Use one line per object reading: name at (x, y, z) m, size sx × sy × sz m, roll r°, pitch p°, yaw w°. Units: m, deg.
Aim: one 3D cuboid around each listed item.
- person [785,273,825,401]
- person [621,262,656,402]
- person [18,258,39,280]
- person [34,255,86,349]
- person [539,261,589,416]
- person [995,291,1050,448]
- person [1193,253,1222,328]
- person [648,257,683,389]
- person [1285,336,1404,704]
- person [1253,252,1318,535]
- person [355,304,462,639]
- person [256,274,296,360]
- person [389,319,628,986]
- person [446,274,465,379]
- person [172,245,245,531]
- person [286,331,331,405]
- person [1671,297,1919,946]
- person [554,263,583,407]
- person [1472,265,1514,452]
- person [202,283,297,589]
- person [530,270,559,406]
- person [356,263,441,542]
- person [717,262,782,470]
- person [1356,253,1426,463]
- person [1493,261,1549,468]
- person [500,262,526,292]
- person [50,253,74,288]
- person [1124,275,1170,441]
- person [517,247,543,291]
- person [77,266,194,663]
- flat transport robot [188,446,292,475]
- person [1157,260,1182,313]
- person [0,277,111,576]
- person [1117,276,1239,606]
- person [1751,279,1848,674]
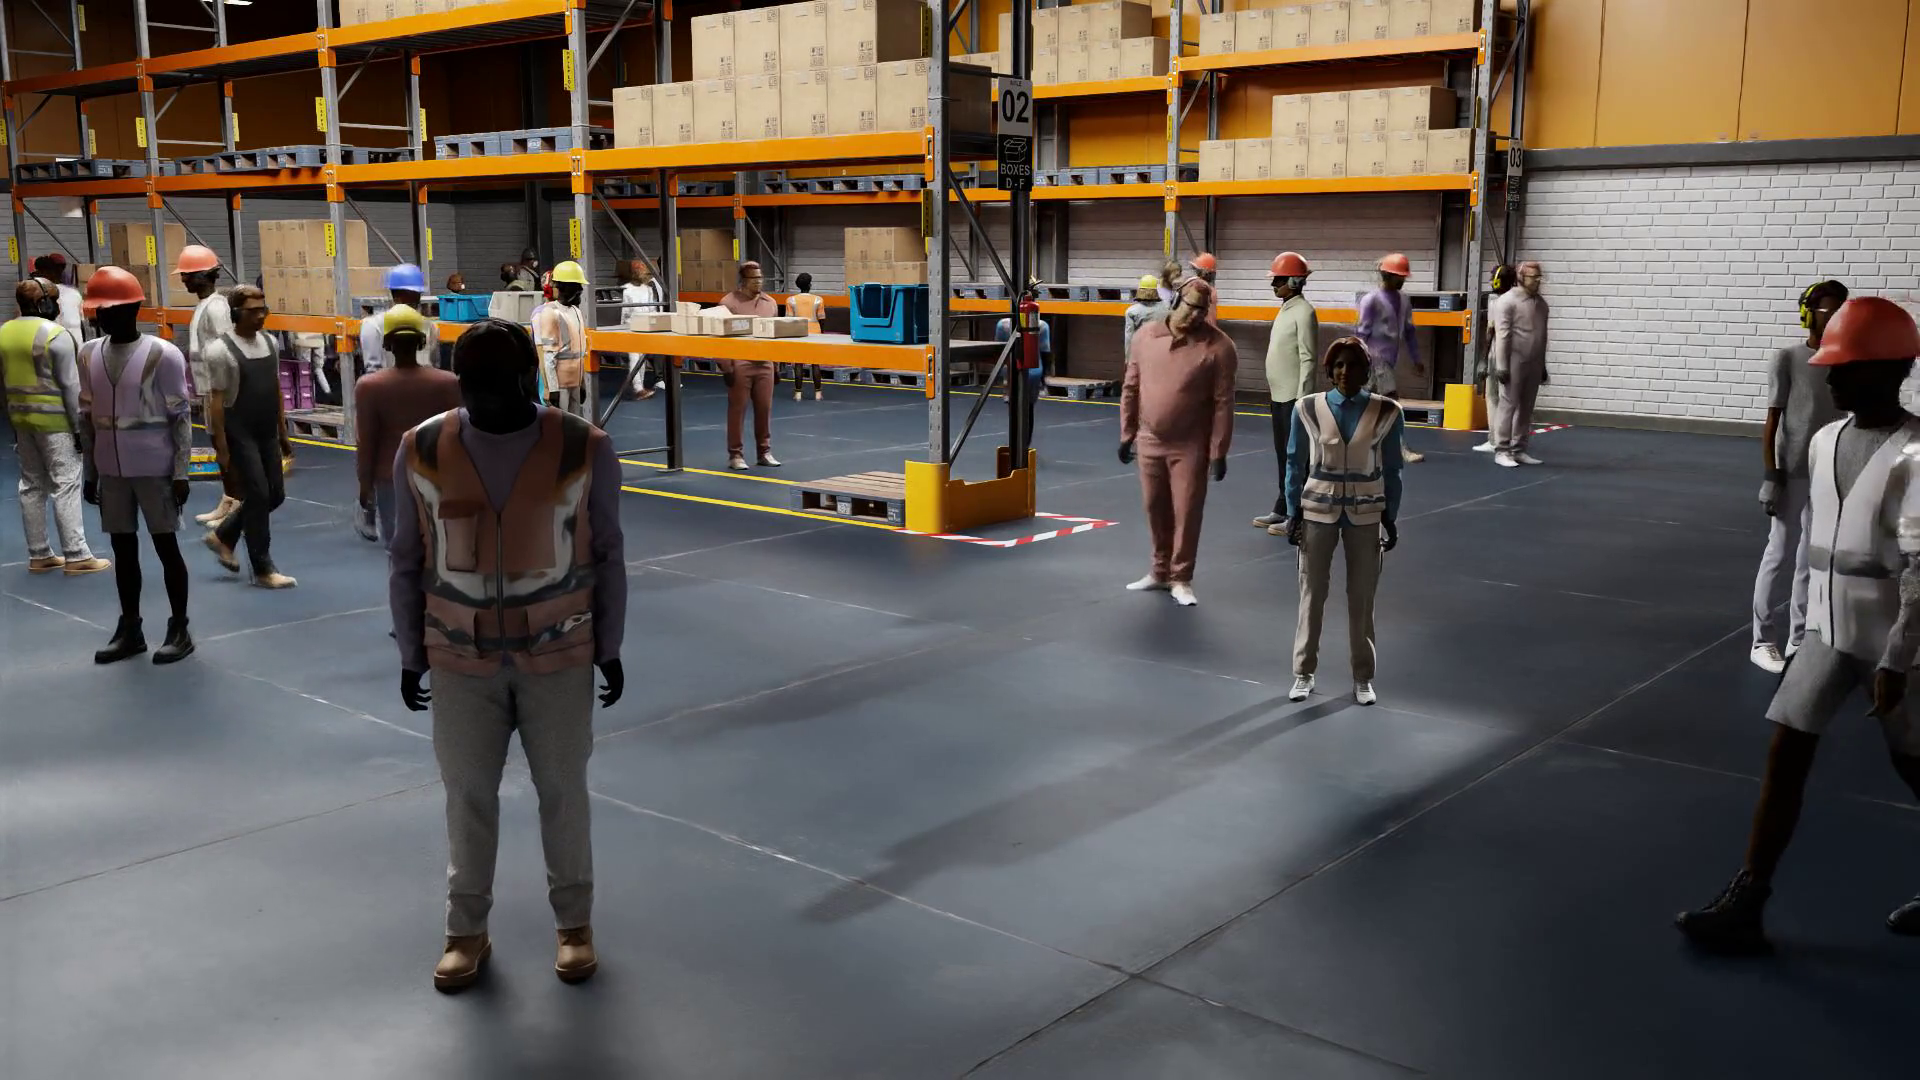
person at (-2.048, -2.684, 22.034) m, size 0.535 × 1.699 × 0.321 m, roll -1°, pitch 10°, yaw -7°
person at (-4.242, -2.774, 22.184) m, size 0.786 × 1.827 × 0.624 m, roll 8°, pitch 13°, yaw 39°
person at (-12.827, -2.956, 23.071) m, size 0.624 × 1.875 × 0.890 m, roll 8°, pitch 13°, yaw 40°
person at (-9.680, -2.089, 17.953) m, size 0.492 × 1.942 × 0.630 m, roll 2°, pitch 10°, yaw 9°
person at (-3.175, -1.288, 13.476) m, size 0.400 × 1.919 × 0.585 m, roll 2°, pitch 10°, yaw 12°
person at (0.605, -1.596, 15.949) m, size 0.531 × 1.662 × 0.827 m, roll -2°, pitch 10°, yaw -9°
person at (2.668, -2.236, 18.814) m, size 0.591 × 1.964 × 0.685 m, roll -4°, pitch 11°, yaw -24°
person at (-4.279, -3.153, 24.080) m, size 0.375 × 1.917 × 0.599 m, roll 5°, pitch 11°, yaw 25°
person at (1.703, -0.087, 7.415) m, size 0.515 × 1.641 × 0.309 m, roll 2°, pitch 10°, yaw 11°
person at (2.327, -1.034, 11.796) m, size 0.388 × 1.992 × 0.625 m, roll -1°, pitch 10°, yaw -6°
person at (-2.749, -0.308, 8.376) m, size 0.542 × 1.756 × 0.646 m, roll -5°, pitch 11°, yaw -28°
person at (-11.221, -3.739, 27.454) m, size 0.651 × 1.907 × 0.409 m, roll 0°, pitch 10°, yaw -2°
person at (-1.232, 0.316, 4.568) m, size 0.634 × 1.835 × 0.429 m, roll -1°, pitch 10°, yaw -8°
person at (-7.451, -3.117, 24.686) m, size 0.279 × 1.634 × 0.498 m, roll -1°, pitch 10°, yaw -6°
person at (-5.375, -1.085, 11.957) m, size 0.394 × 2.040 × 0.610 m, roll -6°, pitch 12°, yaw -32°
person at (-8.058, -2.398, 20.595) m, size 0.406 × 1.623 × 0.544 m, roll 9°, pitch 13°, yaw 42°
person at (2.609, 0.256, 4.770) m, size 0.987 × 1.893 × 0.560 m, roll -3°, pitch 10°, yaw -18°
person at (-5.011, -2.577, 21.043) m, size 0.586 × 1.835 × 0.403 m, roll -7°, pitch 12°, yaw -35°
person at (5.336, -1.777, 16.441) m, size 0.514 × 1.858 × 0.436 m, roll -9°, pitch 13°, yaw -42°
person at (-4.298, -0.619, 9.943) m, size 0.633 × 1.824 × 0.543 m, roll 3°, pitch 11°, yaw 19°
person at (-3.308, -1.269, 13.571) m, size 0.389 × 1.842 × 0.565 m, roll 1°, pitch 10°, yaw 5°
person at (-3.720, -0.867, 11.041) m, size 0.674 × 1.926 × 0.614 m, roll 8°, pitch 13°, yaw 37°
person at (-1.910, -1.594, 15.275) m, size 0.651 × 1.900 × 0.397 m, roll -8°, pitch 13°, yaw -39°
person at (4.028, -1.758, 15.996) m, size 0.628 × 1.986 × 1.093 m, roll -9°, pitch 13°, yaw -40°
person at (5.232, -1.631, 15.453) m, size 0.647 × 1.906 × 0.406 m, roll -7°, pitch 12°, yaw -33°
person at (-6.364, -3.073, 23.908) m, size 0.611 × 1.824 × 0.633 m, roll -4°, pitch 11°, yaw -21°
person at (-14.244, -3.571, 26.402) m, size 0.547 × 1.939 × 0.376 m, roll 10°, pitch 14°, yaw 43°
person at (1.968, -1.915, 17.529) m, size 0.492 × 1.742 × 0.319 m, roll -1°, pitch 10°, yaw -5°
person at (-7.291, -3.973, 28.401) m, size 0.536 × 2.000 × 0.688 m, roll 0°, pitch 10°, yaw -2°
person at (-4.021, -0.351, 8.080) m, size 0.551 × 1.932 × 0.378 m, roll 1°, pitch 10°, yaw 6°
flat transport robot at (-6.727, -0.689, 14.739) m, size 1.431 × 0.197 × 0.652 m, roll -3°, pitch 10°, yaw -15°
person at (2.319, -2.122, 18.308) m, size 0.631 × 1.880 × 0.968 m, roll -9°, pitch 13°, yaw -41°
person at (-5.641, -0.698, 10.319) m, size 0.620 × 1.845 × 0.429 m, roll 4°, pitch 11°, yaw 20°
person at (1.243, -0.564, 9.512) m, size 0.722 × 1.874 × 0.533 m, roll 6°, pitch 12°, yaw 31°
person at (4.063, -0.299, 7.958) m, size 0.509 × 1.876 × 0.328 m, roll -3°, pitch 10°, yaw -15°
